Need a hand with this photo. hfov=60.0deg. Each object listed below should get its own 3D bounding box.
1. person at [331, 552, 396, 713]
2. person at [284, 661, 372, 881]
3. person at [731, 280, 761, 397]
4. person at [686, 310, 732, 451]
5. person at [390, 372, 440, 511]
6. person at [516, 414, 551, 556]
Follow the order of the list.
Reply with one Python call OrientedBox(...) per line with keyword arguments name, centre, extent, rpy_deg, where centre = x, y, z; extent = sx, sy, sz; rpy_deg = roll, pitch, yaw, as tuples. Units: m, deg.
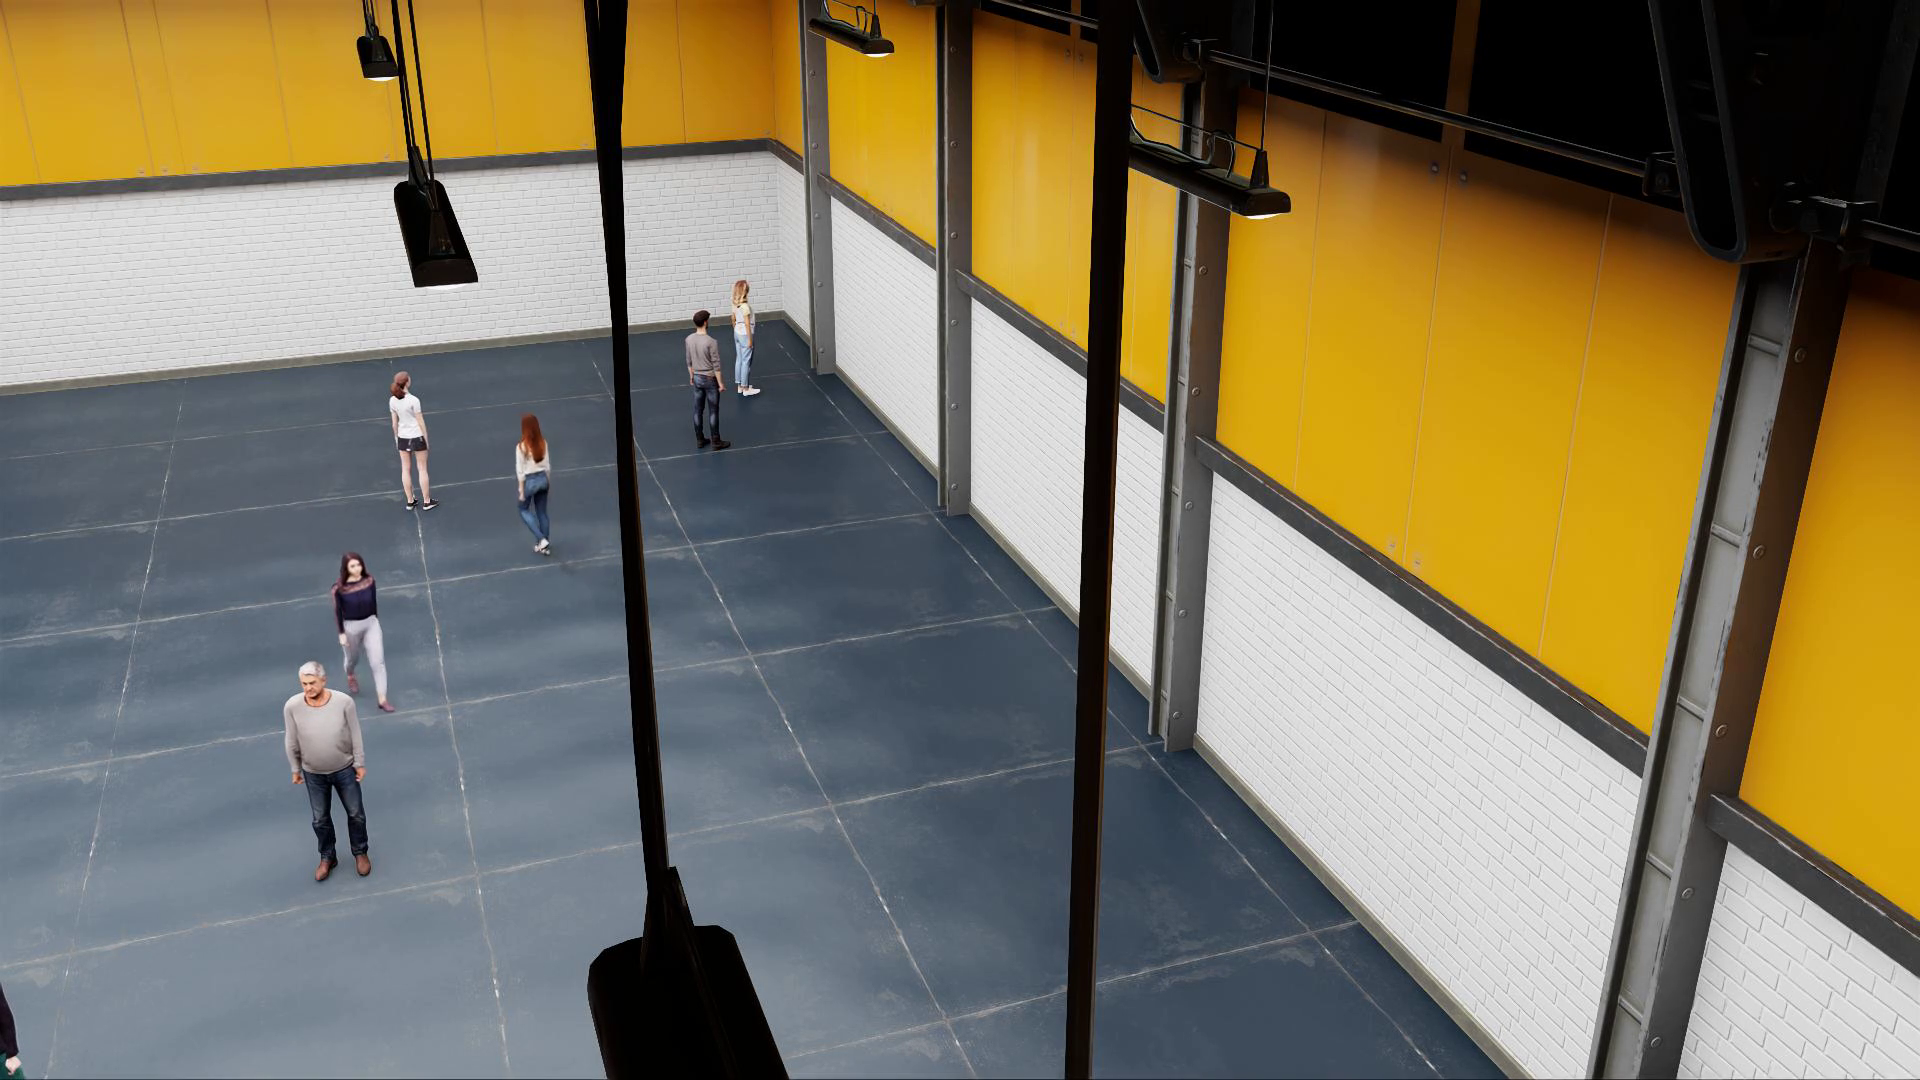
OrientedBox(name="person", centre=(-5.769, 0.861, 15.896), extent=(0.843, 1.575, 1.137), rpy_deg=(-18, 29, -36))
OrientedBox(name="person", centre=(-5.047, 1.810, 13.305), extent=(0.761, 1.910, 0.661), rpy_deg=(-5, 24, -11))
OrientedBox(name="person", centre=(-3.193, -2.994, 24.530), extent=(0.739, 1.722, 0.562), rpy_deg=(-15, 28, -31))
OrientedBox(name="person", centre=(-3.426, -2.148, 22.369), extent=(0.761, 1.904, 0.827), rpy_deg=(11, 26, 24))
OrientedBox(name="person", centre=(-6.746, -1.220, 20.435), extent=(0.658, 1.752, 0.687), rpy_deg=(3, 24, 7))
OrientedBox(name="person", centre=(-4.837, -0.603, 19.064), extent=(0.712, 1.719, 0.763), rpy_deg=(-22, 32, -40))
